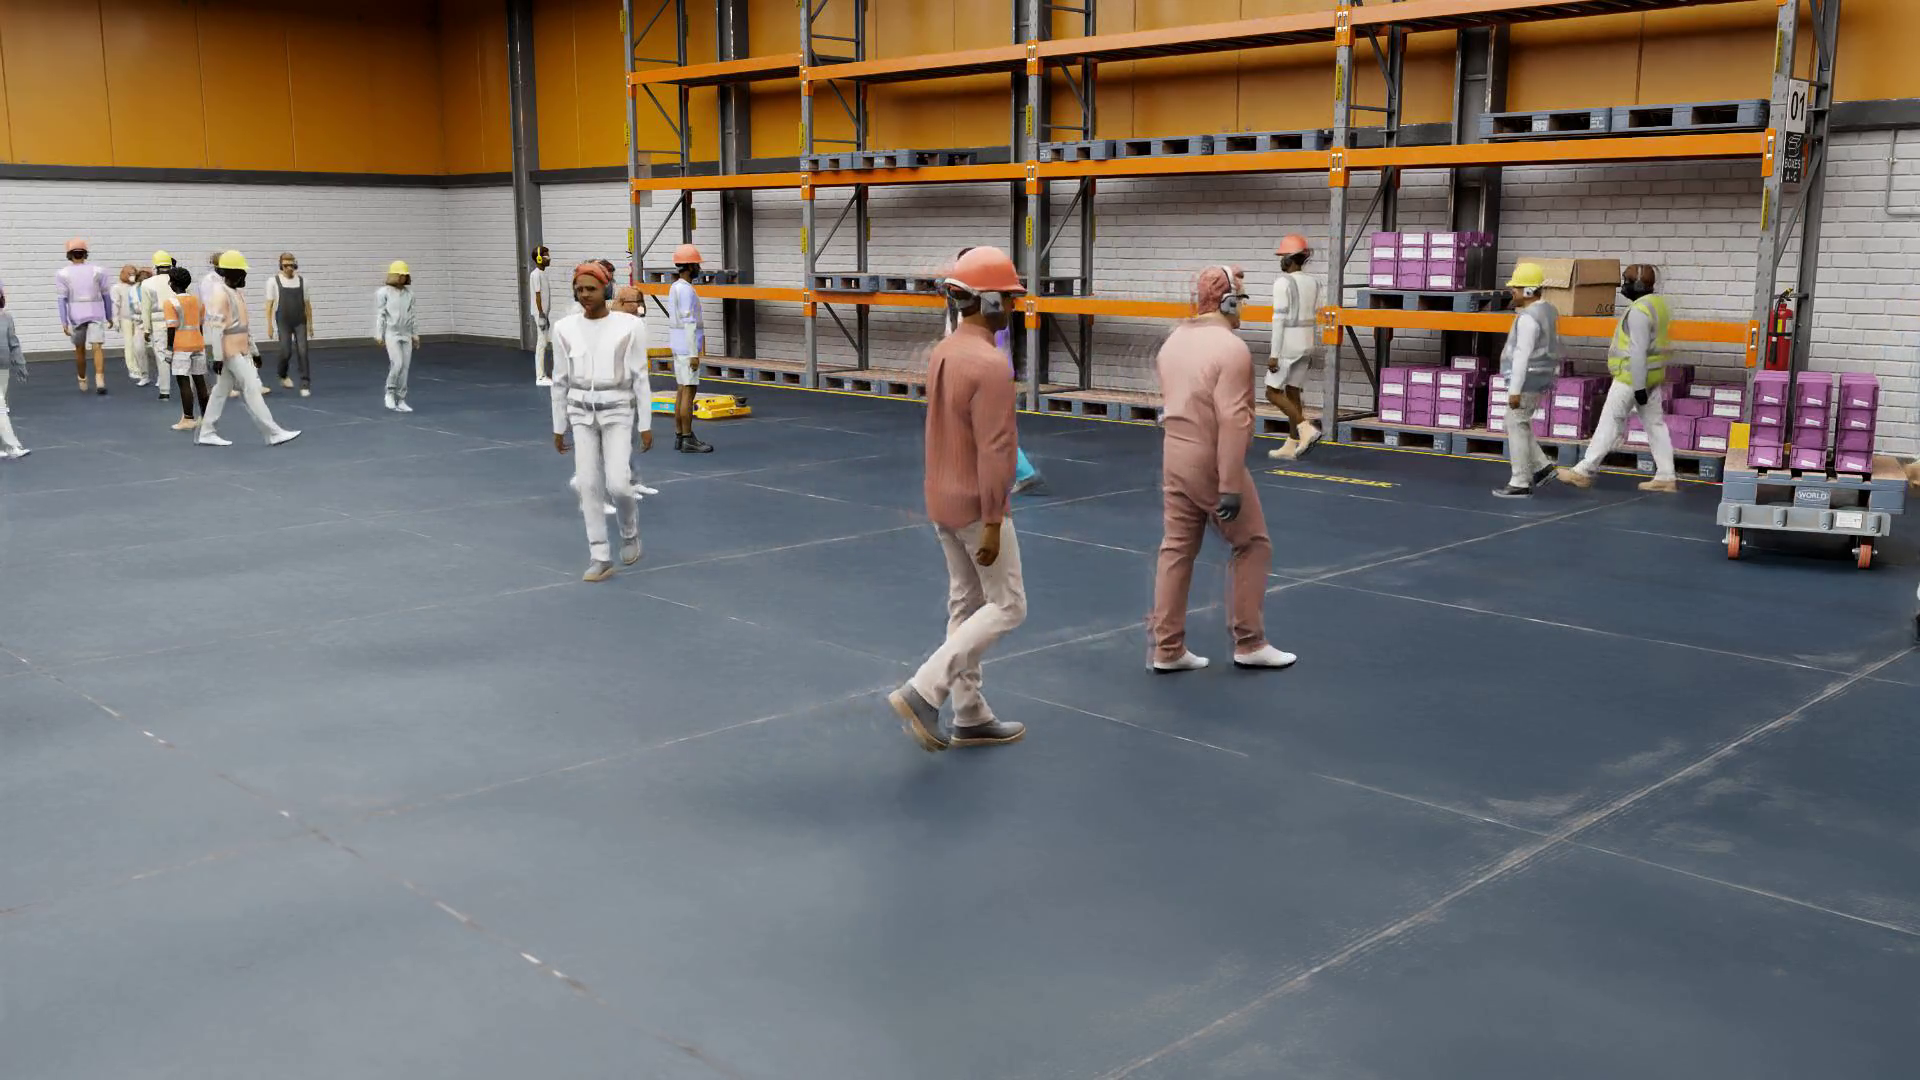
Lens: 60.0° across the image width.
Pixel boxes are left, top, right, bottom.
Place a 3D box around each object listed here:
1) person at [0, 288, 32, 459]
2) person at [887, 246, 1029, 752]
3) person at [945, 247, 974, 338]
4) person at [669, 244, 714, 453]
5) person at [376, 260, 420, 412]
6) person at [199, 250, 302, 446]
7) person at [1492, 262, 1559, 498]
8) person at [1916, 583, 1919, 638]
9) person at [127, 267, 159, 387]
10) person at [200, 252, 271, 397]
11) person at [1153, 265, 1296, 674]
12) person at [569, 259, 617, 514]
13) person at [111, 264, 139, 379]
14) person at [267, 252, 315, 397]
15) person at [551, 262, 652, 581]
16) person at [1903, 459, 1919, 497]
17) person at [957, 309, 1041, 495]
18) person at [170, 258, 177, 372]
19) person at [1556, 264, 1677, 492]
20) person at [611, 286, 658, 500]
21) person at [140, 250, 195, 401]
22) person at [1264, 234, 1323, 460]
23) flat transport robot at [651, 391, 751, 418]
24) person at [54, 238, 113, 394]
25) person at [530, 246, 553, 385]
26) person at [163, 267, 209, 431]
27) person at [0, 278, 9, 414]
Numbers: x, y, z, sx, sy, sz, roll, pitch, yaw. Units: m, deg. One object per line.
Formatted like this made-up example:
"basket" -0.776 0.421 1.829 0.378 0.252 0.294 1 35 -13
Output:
"person" -8.642 -1.528 15.037 0.752 1.600 0.523 3 11 17
"person" 0.006 -0.131 6.420 0.559 1.982 0.620 -5 11 -25
"person" 0.046 -1.476 13.927 0.397 1.920 0.587 3 11 16
"person" -2.521 -1.782 15.540 0.358 1.937 0.552 -4 11 -20
"person" -6.405 -2.324 19.043 0.396 1.725 0.502 7 13 34
"person" -6.896 -1.823 15.930 0.977 1.870 0.610 -2 11 -10
"person" 4.346 -1.218 12.792 0.420 1.813 0.613 6 12 30
"person" 5.086 -0.429 8.270 0.632 1.910 0.935 10 14 43
"person" -10.789 -2.828 22.137 0.531 1.604 0.614 0 10 0
"person" -9.018 -2.656 20.681 0.835 1.803 0.640 4 11 22
"person" 1.236 -0.314 7.678 0.791 1.877 0.678 -5 12 -26
"person" -2.627 -1.105 12.086 0.401 1.849 0.563 3 11 18
"person" -11.755 -3.106 23.625 0.375 1.627 0.511 6 12 28
"person" -8.458 -2.719 20.981 0.557 1.819 0.610 -7 12 -33
"person" -2.110 -0.694 9.798 0.597 1.866 0.465 1 10 8
"person" 7.647 -1.154 12.488 0.808 1.812 0.627 1 10 3
"person" 0.213 -1.253 13.044 0.953 1.805 0.582 5 11 25
"person" -11.597 -3.306 24.509 0.531 1.698 0.320 1 10 5
"person" 5.302 -1.282 13.206 0.910 1.794 0.617 9 14 40
"person" -2.534 -1.135 12.838 0.286 1.636 0.497 3 11 14
"person" -9.688 -2.616 20.363 0.589 1.837 0.403 -7 12 -33
"person" 2.996 -1.703 14.845 0.536 2.030 0.627 10 15 44
"flat transport robot" -3.114 -1.536 18.748 1.431 0.197 0.652 7 12 33
"person" -11.196 -2.862 21.299 0.623 2.000 1.048 -6 12 -28
"person" -5.636 -3.026 22.514 0.328 1.872 0.514 -2 11 -10
"person" -8.060 -1.985 17.307 0.318 1.697 0.533 3 11 15
"person" -11.009 -2.350 18.690 0.373 1.920 0.585 4 11 22
